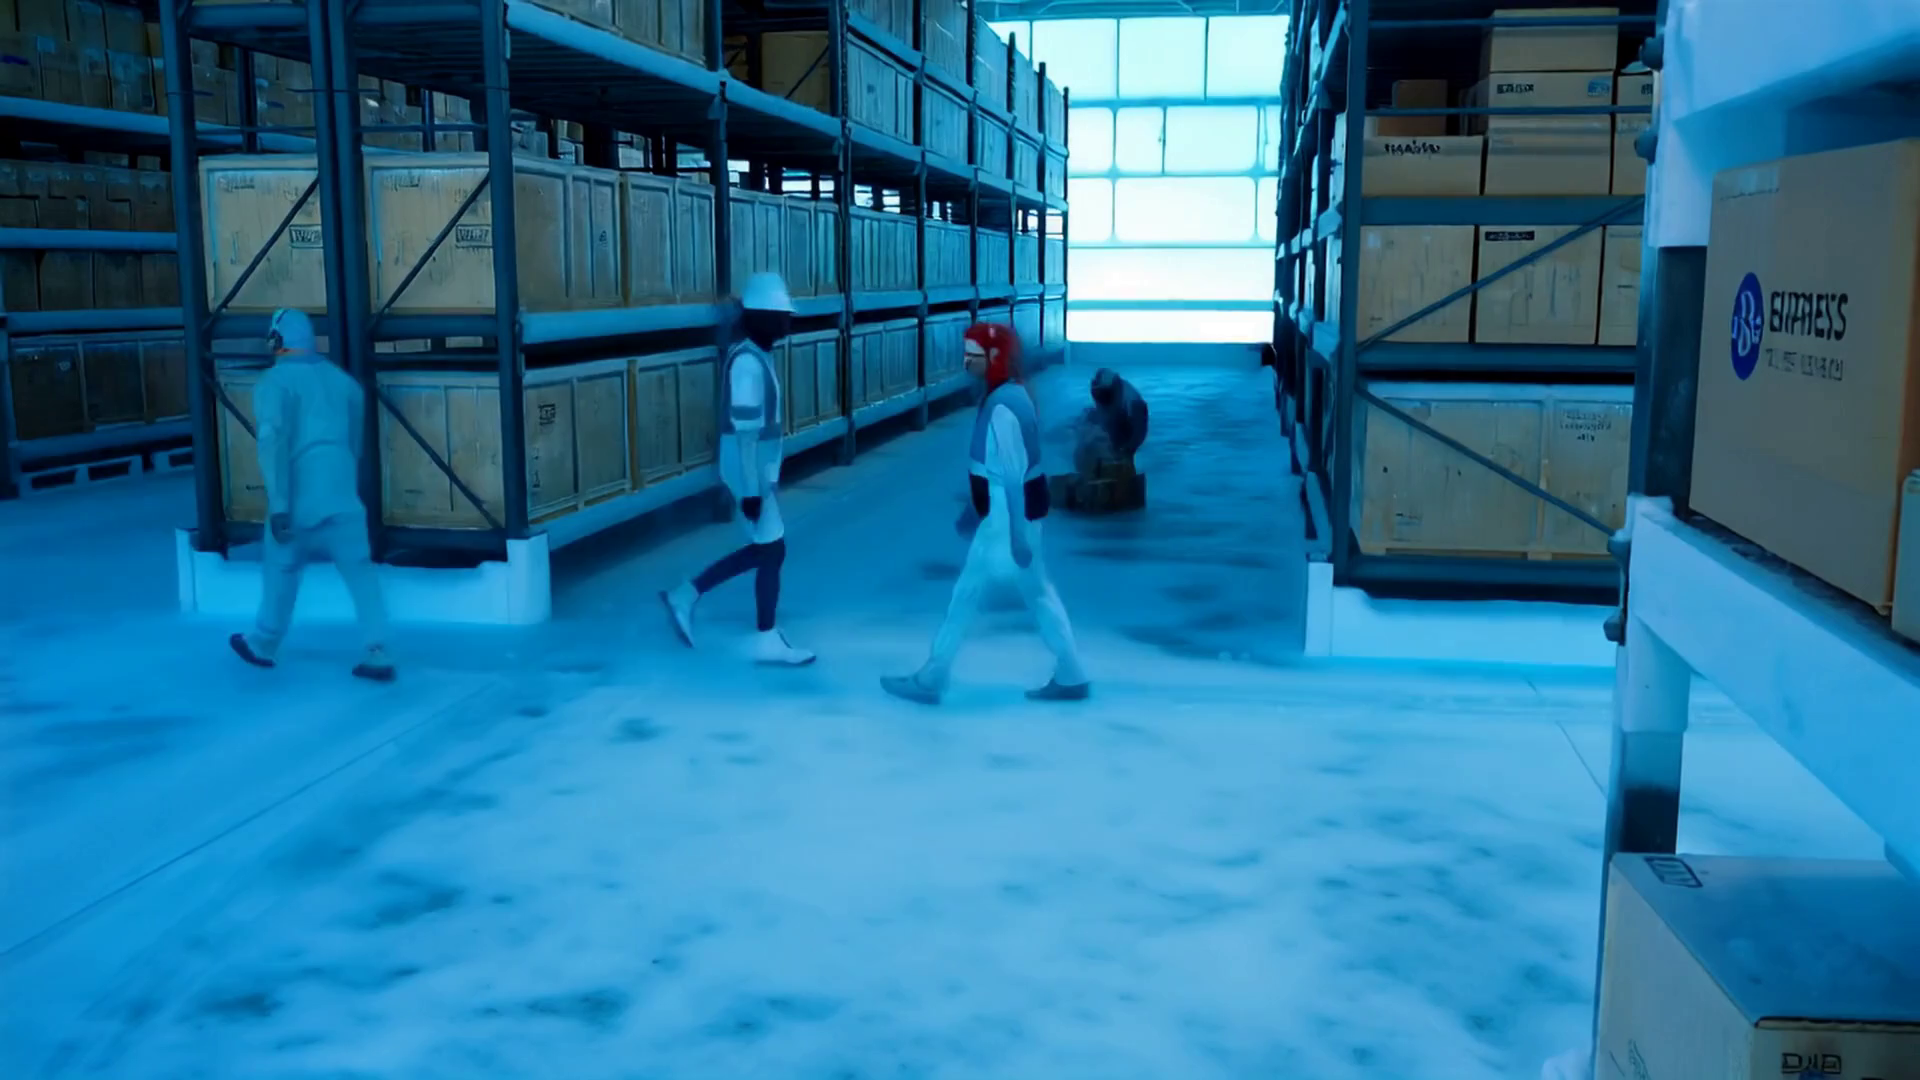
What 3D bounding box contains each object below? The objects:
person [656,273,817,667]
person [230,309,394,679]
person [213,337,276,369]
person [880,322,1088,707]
[{"bbox_3d":[-1.144,-0.342,8.480,0.732,2.020,0.620,-1,9,-6],"label":"person"},{"bbox_3d":[-3.254,-0.222,8.311,1.071,1.834,0.654,6,11,34],"label":"person"},{"bbox_3d":[-5.535,-0.964,12.847,0.657,1.864,0.992,0,9,2],"label":"person"},{"bbox_3d":[0.151,-0.105,7.719,0.985,1.791,0.590,1,9,6],"label":"person"}]
